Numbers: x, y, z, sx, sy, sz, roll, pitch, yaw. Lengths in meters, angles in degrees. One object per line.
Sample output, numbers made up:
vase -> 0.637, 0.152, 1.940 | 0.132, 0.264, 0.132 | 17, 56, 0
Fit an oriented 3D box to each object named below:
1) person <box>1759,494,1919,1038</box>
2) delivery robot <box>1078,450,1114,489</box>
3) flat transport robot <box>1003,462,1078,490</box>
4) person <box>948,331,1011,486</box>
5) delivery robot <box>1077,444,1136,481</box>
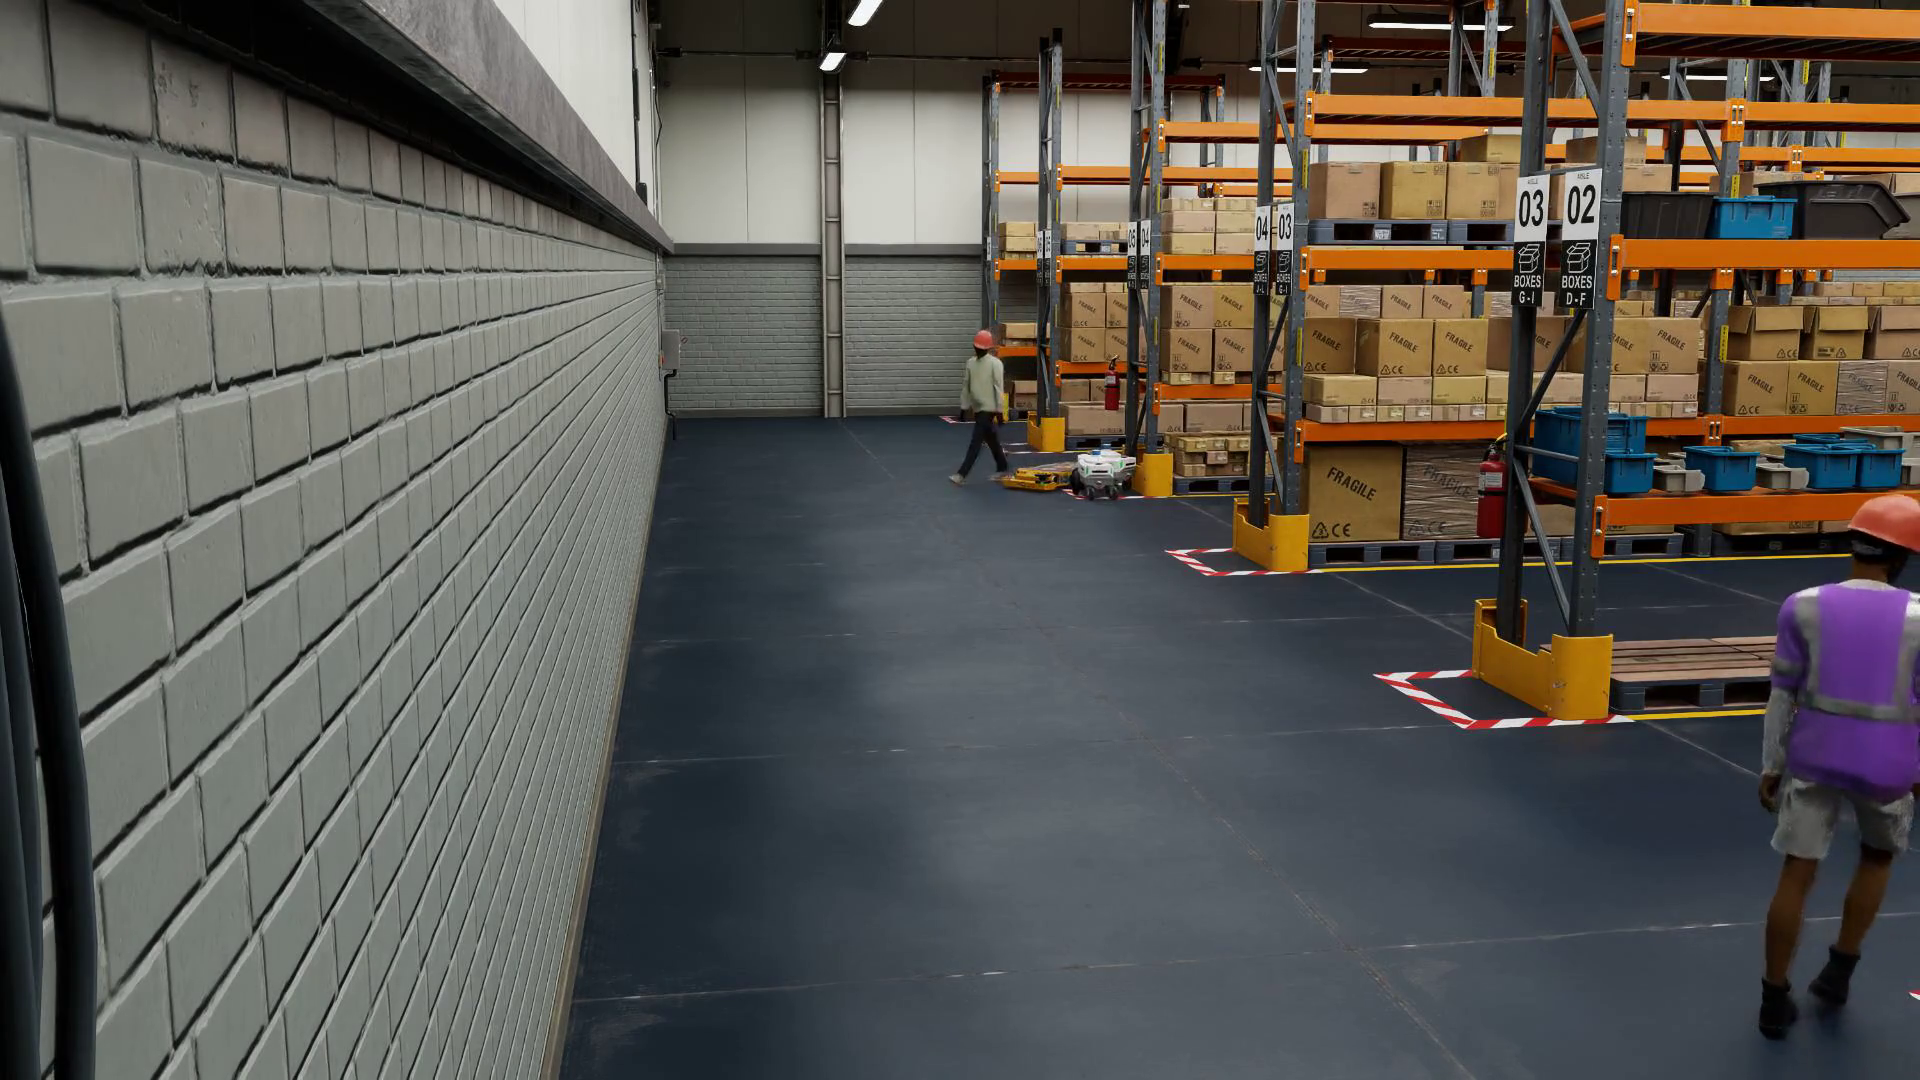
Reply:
person -> 3.080, 0.790, 5.757 | 0.553, 1.887, 0.617 | 7, 11, 36
delivery robot -> 1.588, -0.813, 19.446 | 0.477, 0.478, 0.707 | -1, 9, -3
flat transport robot -> 1.234, -0.802, 20.536 | 0.652, 0.197, 1.431 | 8, 12, 41
person -> 0.255, -1.636, 20.643 | 1.043, 1.912, 0.654 | -7, 11, -36
delivery robot -> 1.770, -0.913, 20.063 | 0.707, 0.478, 0.477 | 8, 12, 41
